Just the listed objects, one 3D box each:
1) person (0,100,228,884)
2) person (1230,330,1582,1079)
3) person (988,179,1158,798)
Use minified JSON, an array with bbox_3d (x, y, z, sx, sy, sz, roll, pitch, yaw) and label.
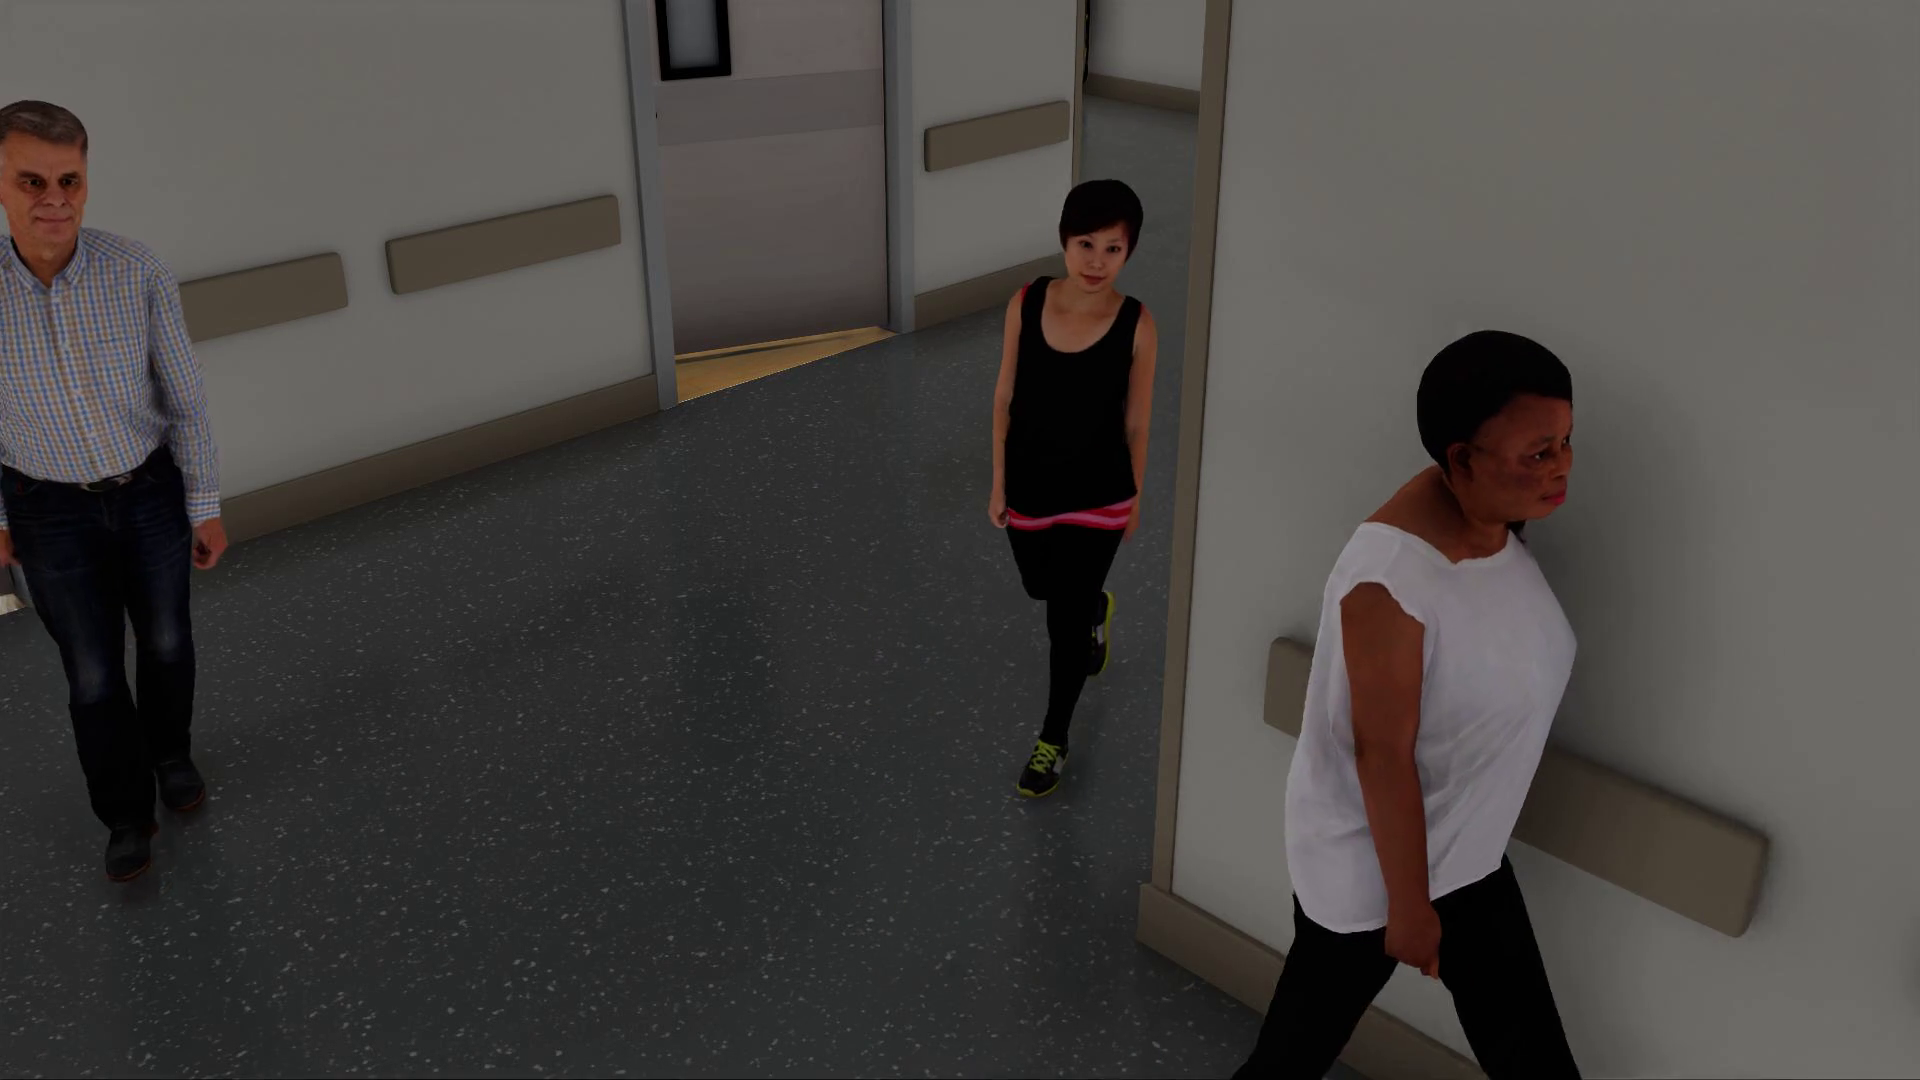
[{"bbox_3d":[-1.980,-0.113,3.815,0.861,1.775,0.861,-9,27,-19],"label":"person"},{"bbox_3d":[0.695,0.458,2.776,0.779,1.650,1.003,18,31,32],"label":"person"},{"bbox_3d":[0.293,-0.162,4.207,0.775,1.523,1.042,12,28,23],"label":"person"}]
